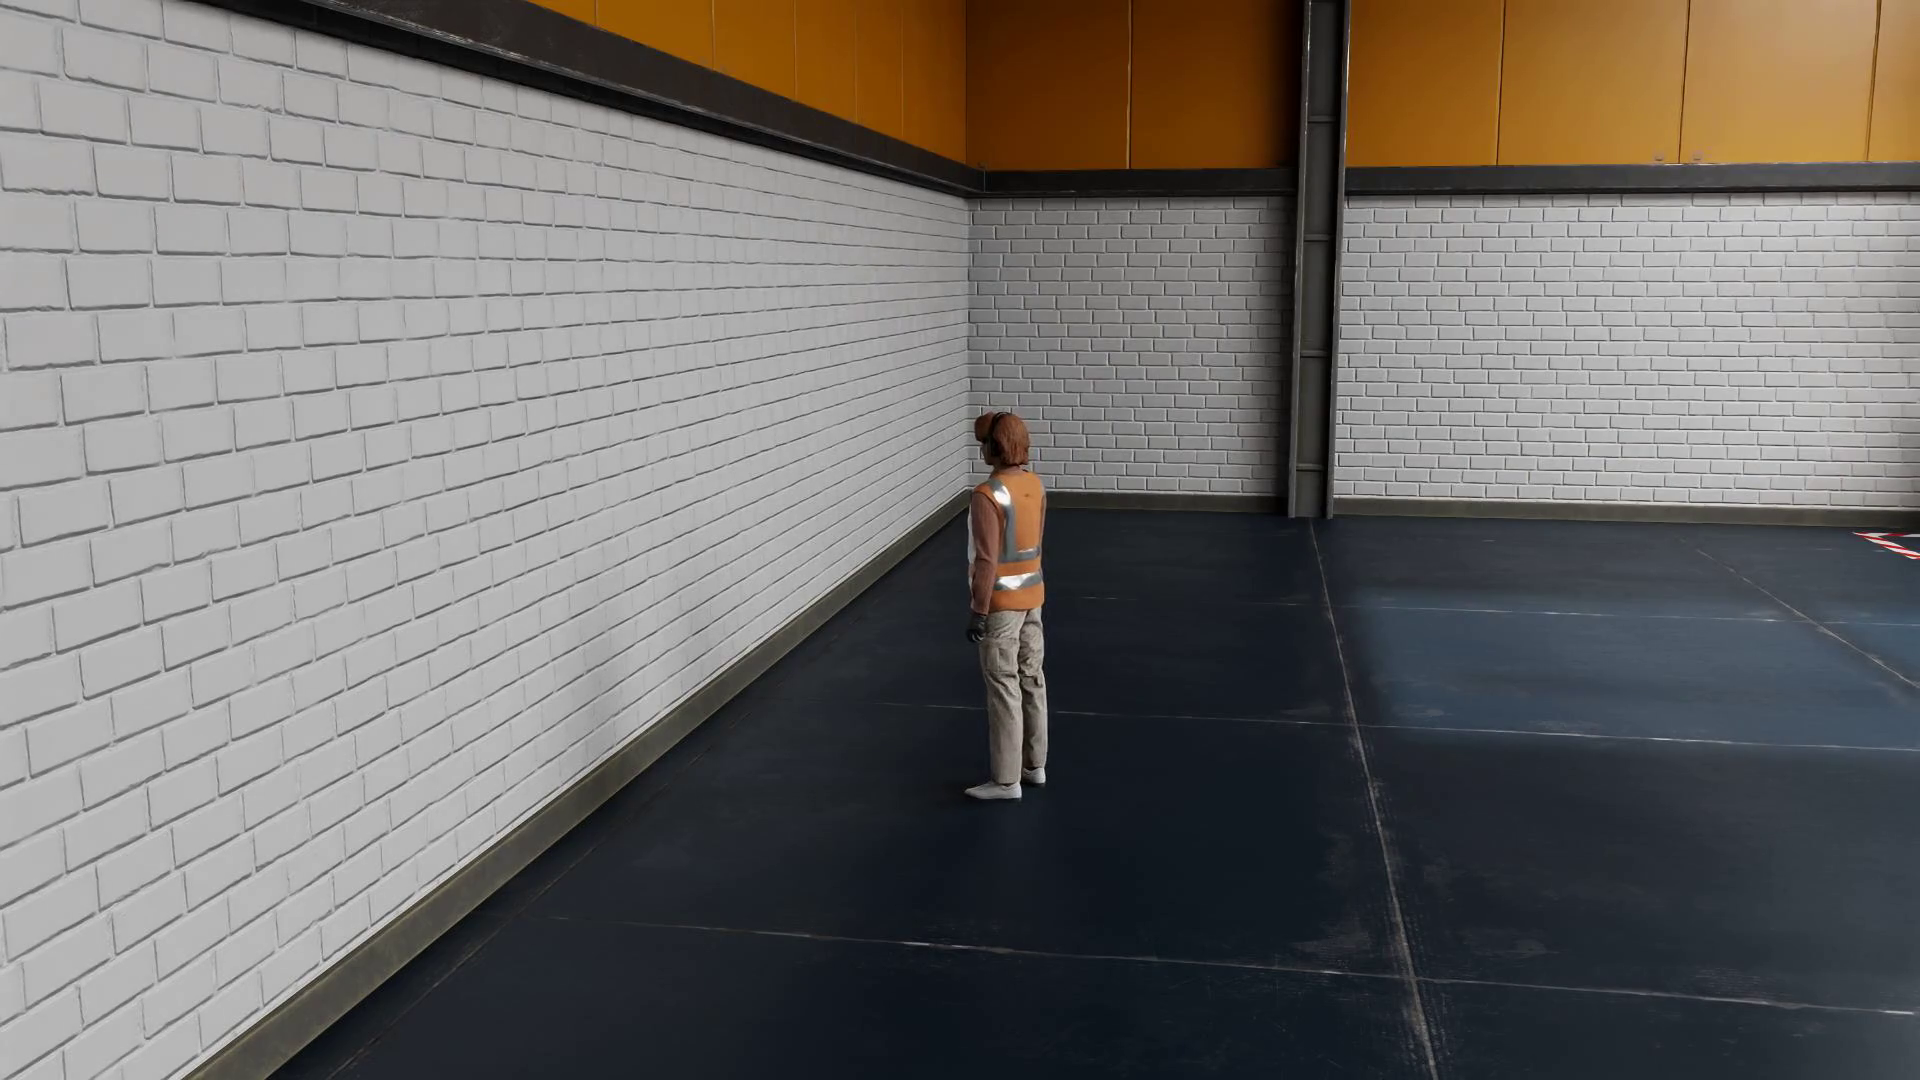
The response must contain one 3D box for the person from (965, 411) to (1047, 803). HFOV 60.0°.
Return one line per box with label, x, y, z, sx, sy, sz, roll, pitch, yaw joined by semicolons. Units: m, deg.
person;0.196;0.280;6.990;0.312;1.639;0.520;6;11;31
